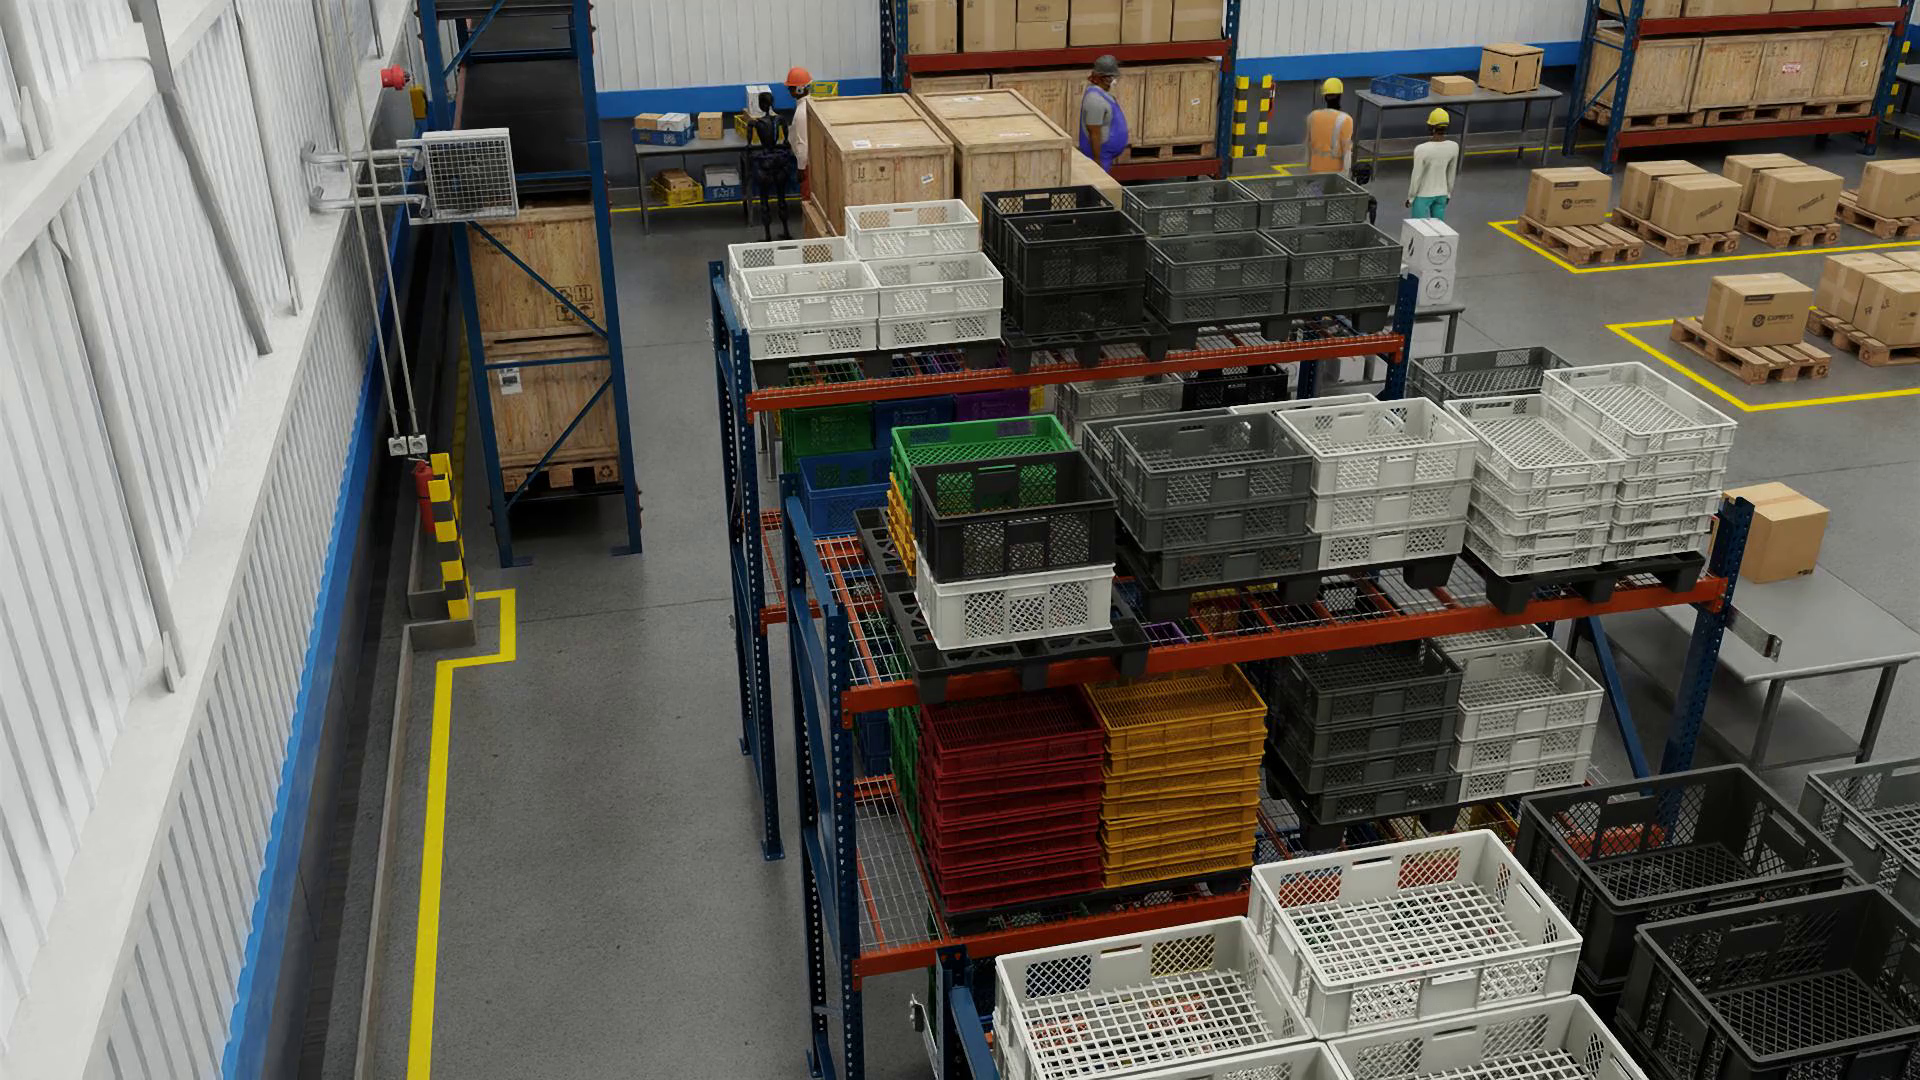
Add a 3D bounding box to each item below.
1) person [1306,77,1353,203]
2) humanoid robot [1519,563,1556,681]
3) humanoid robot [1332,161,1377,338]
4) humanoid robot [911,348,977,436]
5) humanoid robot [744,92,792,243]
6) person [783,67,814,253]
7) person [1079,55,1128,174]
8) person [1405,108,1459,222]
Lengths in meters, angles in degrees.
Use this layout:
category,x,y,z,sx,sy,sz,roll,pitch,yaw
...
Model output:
category,x,y,z,sx,sy,sz,roll,pitch,yaw
person,3.927,-3.961,17.806,0.482,1.902,0.627,-21,34,-34
humanoid robot,3.374,0.391,9.788,0.344,1.647,0.640,9,29,16
humanoid robot,3.690,-2.774,15.805,0.365,1.648,0.601,-13,30,-23
humanoid robot,-0.089,-0.954,12.330,0.609,1.657,0.313,-22,35,-36
humanoid robot,-2.097,-4.088,18.292,0.578,1.653,0.335,-22,35,-35
person,-1.676,-4.117,18.023,0.413,1.985,0.609,3,28,6
person,1.584,-4.338,18.379,0.535,2.000,0.681,3,28,6
person,4.854,-3.575,17.222,0.533,1.767,0.312,-9,29,-17
